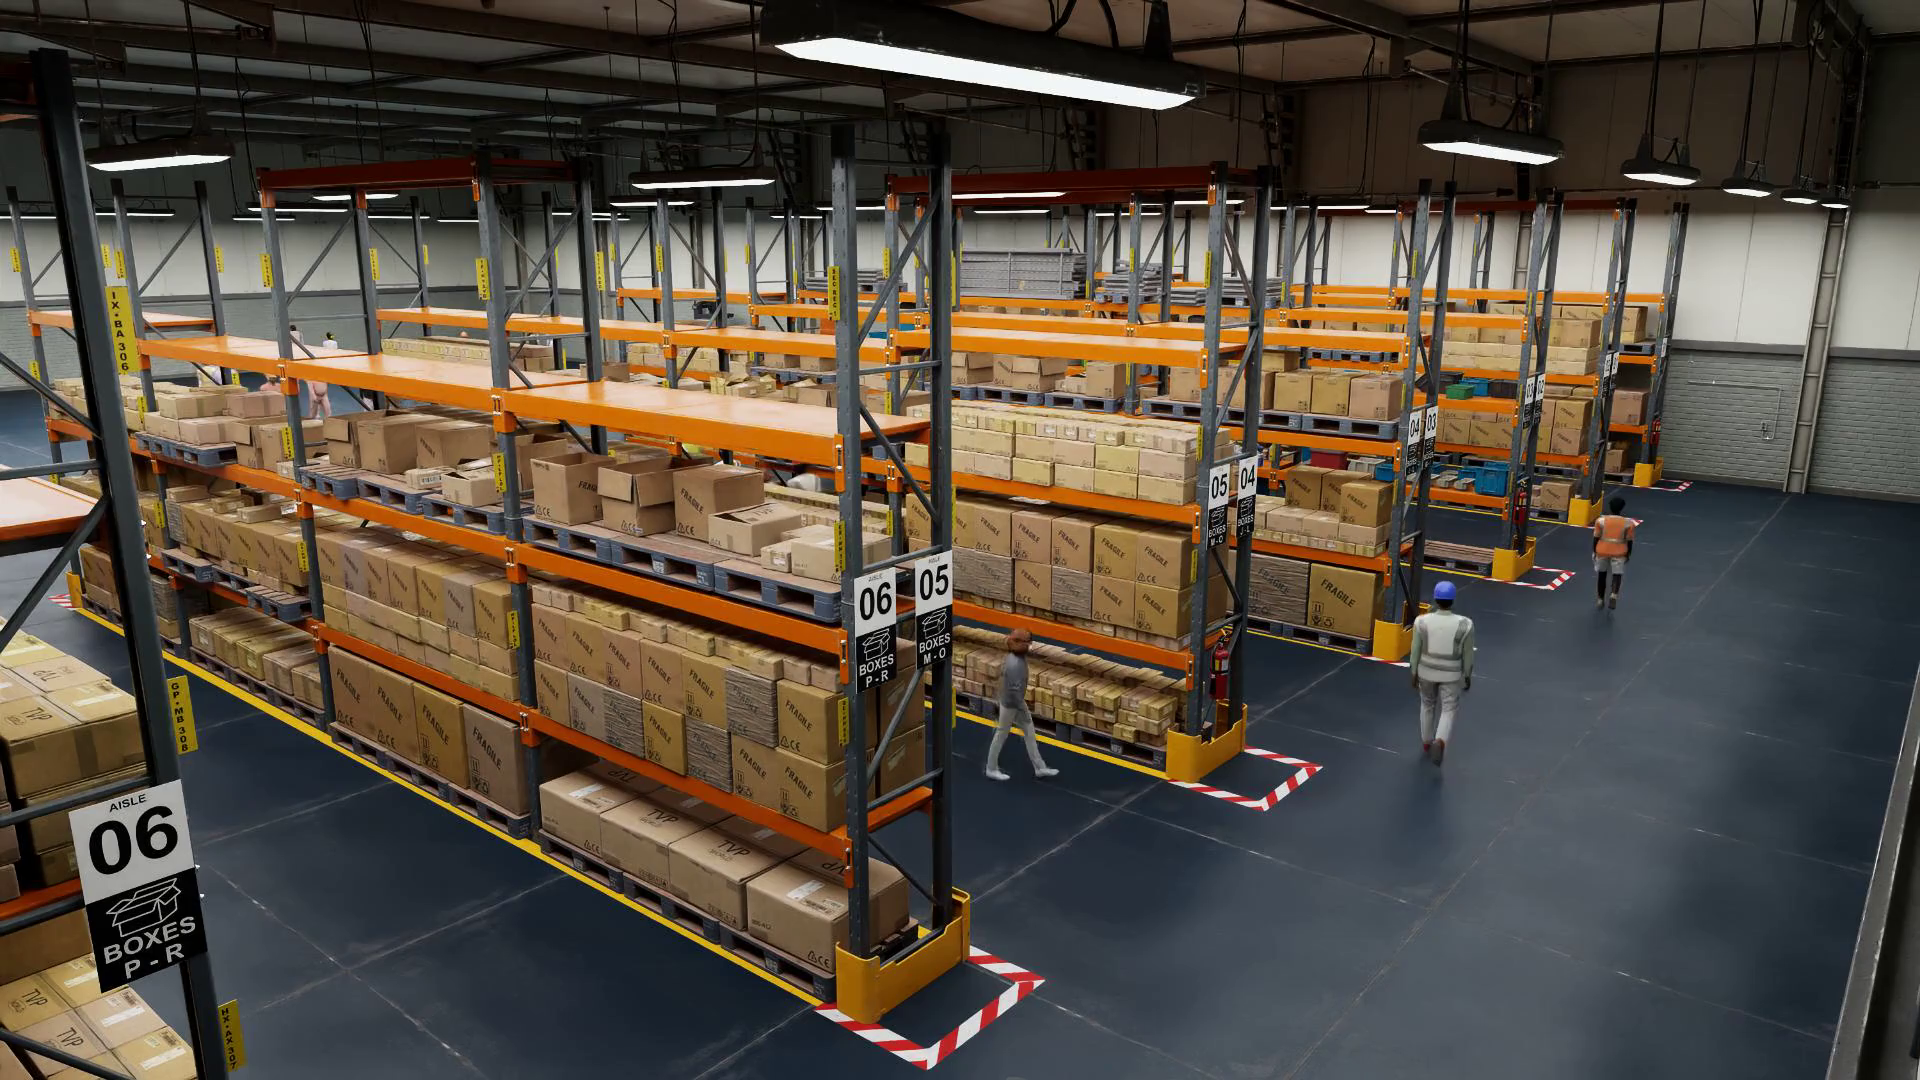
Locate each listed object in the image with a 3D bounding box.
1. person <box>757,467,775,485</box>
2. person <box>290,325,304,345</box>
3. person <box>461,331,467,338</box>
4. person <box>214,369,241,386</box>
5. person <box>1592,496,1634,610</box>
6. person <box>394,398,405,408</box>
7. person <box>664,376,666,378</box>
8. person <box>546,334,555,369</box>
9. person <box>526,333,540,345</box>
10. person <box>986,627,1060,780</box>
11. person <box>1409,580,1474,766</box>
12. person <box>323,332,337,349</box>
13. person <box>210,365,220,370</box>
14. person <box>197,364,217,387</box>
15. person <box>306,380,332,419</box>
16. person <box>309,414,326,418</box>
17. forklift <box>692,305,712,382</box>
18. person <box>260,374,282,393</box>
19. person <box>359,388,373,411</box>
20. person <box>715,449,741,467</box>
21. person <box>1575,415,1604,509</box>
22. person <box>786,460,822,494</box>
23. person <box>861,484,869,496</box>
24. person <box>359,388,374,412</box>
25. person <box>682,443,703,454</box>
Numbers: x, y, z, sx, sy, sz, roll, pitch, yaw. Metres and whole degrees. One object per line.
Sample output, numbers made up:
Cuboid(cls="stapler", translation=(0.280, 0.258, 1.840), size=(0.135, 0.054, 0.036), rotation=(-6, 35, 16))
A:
Cuboid(cls="person", translation=(-3.270, -0.427, 21.063), size=(0.849, 1.584, 0.509), rotation=(6, 15, 24))
Cuboid(cls="person", translation=(-26.604, -7.686, 50.419), size=(0.429, 1.840, 0.624), rotation=(13, 19, 42))
Cuboid(cls="person", translation=(-18.024, -6.637, 45.940), size=(0.554, 1.916, 0.696), rotation=(-10, 17, -36))
Cuboid(cls="person", translation=(-20.984, -4.244, 36.155), size=(0.668, 1.884, 0.574), rotation=(-1, 14, -6))
Cuboid(cls="person", translation=(9.447, 0.207, 18.266), size=(0.540, 1.687, 0.545), rotation=(7, 16, 28))
Cuboid(cls="person", translation=(-16.132, -4.179, 35.954), size=(1.062, 1.880, 0.534), rotation=(13, 19, 42))
Cuboid(cls="person", translation=(-7.791, -3.519, 33.182), size=(0.789, 1.877, 0.669), rotation=(-2, 14, -8))
Cuboid(cls="person", translation=(-16.525, -7.908, 51.098), size=(0.390, 1.949, 0.602), rotation=(8, 16, 31))
Cuboid(cls="person", translation=(-16.831, -7.489, 49.698), size=(0.533, 1.798, 0.961), rotation=(-6, 15, -24))
Cuboid(cls="person", translation=(0.623, 1.648, 12.518), size=(0.803, 1.600, 0.512), rotation=(5, 14, 18))
Cuboid(cls="person", translation=(4.940, 1.372, 12.975), size=(0.620, 1.927, 0.728), rotation=(7, 15, 28))
Cuboid(cls="person", translation=(-23.066, -6.683, 46.237), size=(0.514, 1.865, 0.327), rotation=(-2, 14, -8))
Cuboid(cls="person", translation=(-23.505, -5.124, 39.731), size=(0.611, 1.910, 0.592), rotation=(-2, 14, -8))
Cuboid(cls="person", translation=(-21.977, -4.437, 36.879), size=(0.557, 1.922, 0.551), rotation=(-4, 14, -14))
Cuboid(cls="person", translation=(-17.910, -4.002, 35.236), size=(1.013, 1.851, 0.637), rotation=(8, 16, 31))
Cuboid(cls="person", translation=(-19.078, -4.509, 37.389), size=(0.943, 1.811, 0.533), rotation=(9, 17, 34))
Cuboid(cls="forklift", translation=(-9.511, -7.392, 47.124), size=(1.873, 2.768, 1.129), rotation=(11, 17, 38))
Cuboid(cls="person", translation=(-17.865, -3.462, 32.804), size=(0.973, 1.958, 0.623), rotation=(8, 16, 29))
Cuboid(cls="person", translation=(-16.218, -3.949, 34.715), size=(0.608, 1.995, 0.376), rotation=(-10, 17, -36))
Cuboid(cls="person", translation=(-4.024, -0.744, 21.766), size=(0.346, 1.882, 0.584), rotation=(10, 17, 36))
Cuboid(cls="person", translation=(12.631, -1.551, 25.011), size=(0.655, 1.914, 0.803), rotation=(-11, 17, -38))
Cuboid(cls="person", translation=(-2.505, -0.380, 20.022), size=(0.789, 2.004, 0.602), rotation=(13, 19, 42))
Cuboid(cls="person", translation=(-1.911, -1.416, 24.318), size=(0.610, 1.985, 0.393), rotation=(-9, 16, -34))
Cuboid(cls="person", translation=(-17.336, -4.291, 36.893), size=(0.502, 1.621, 0.525), rotation=(9, 16, 32))
Cuboid(cls="person", translation=(-5.115, -1.212, 23.804), size=(0.475, 1.826, 0.647), rotation=(12, 18, 41))
